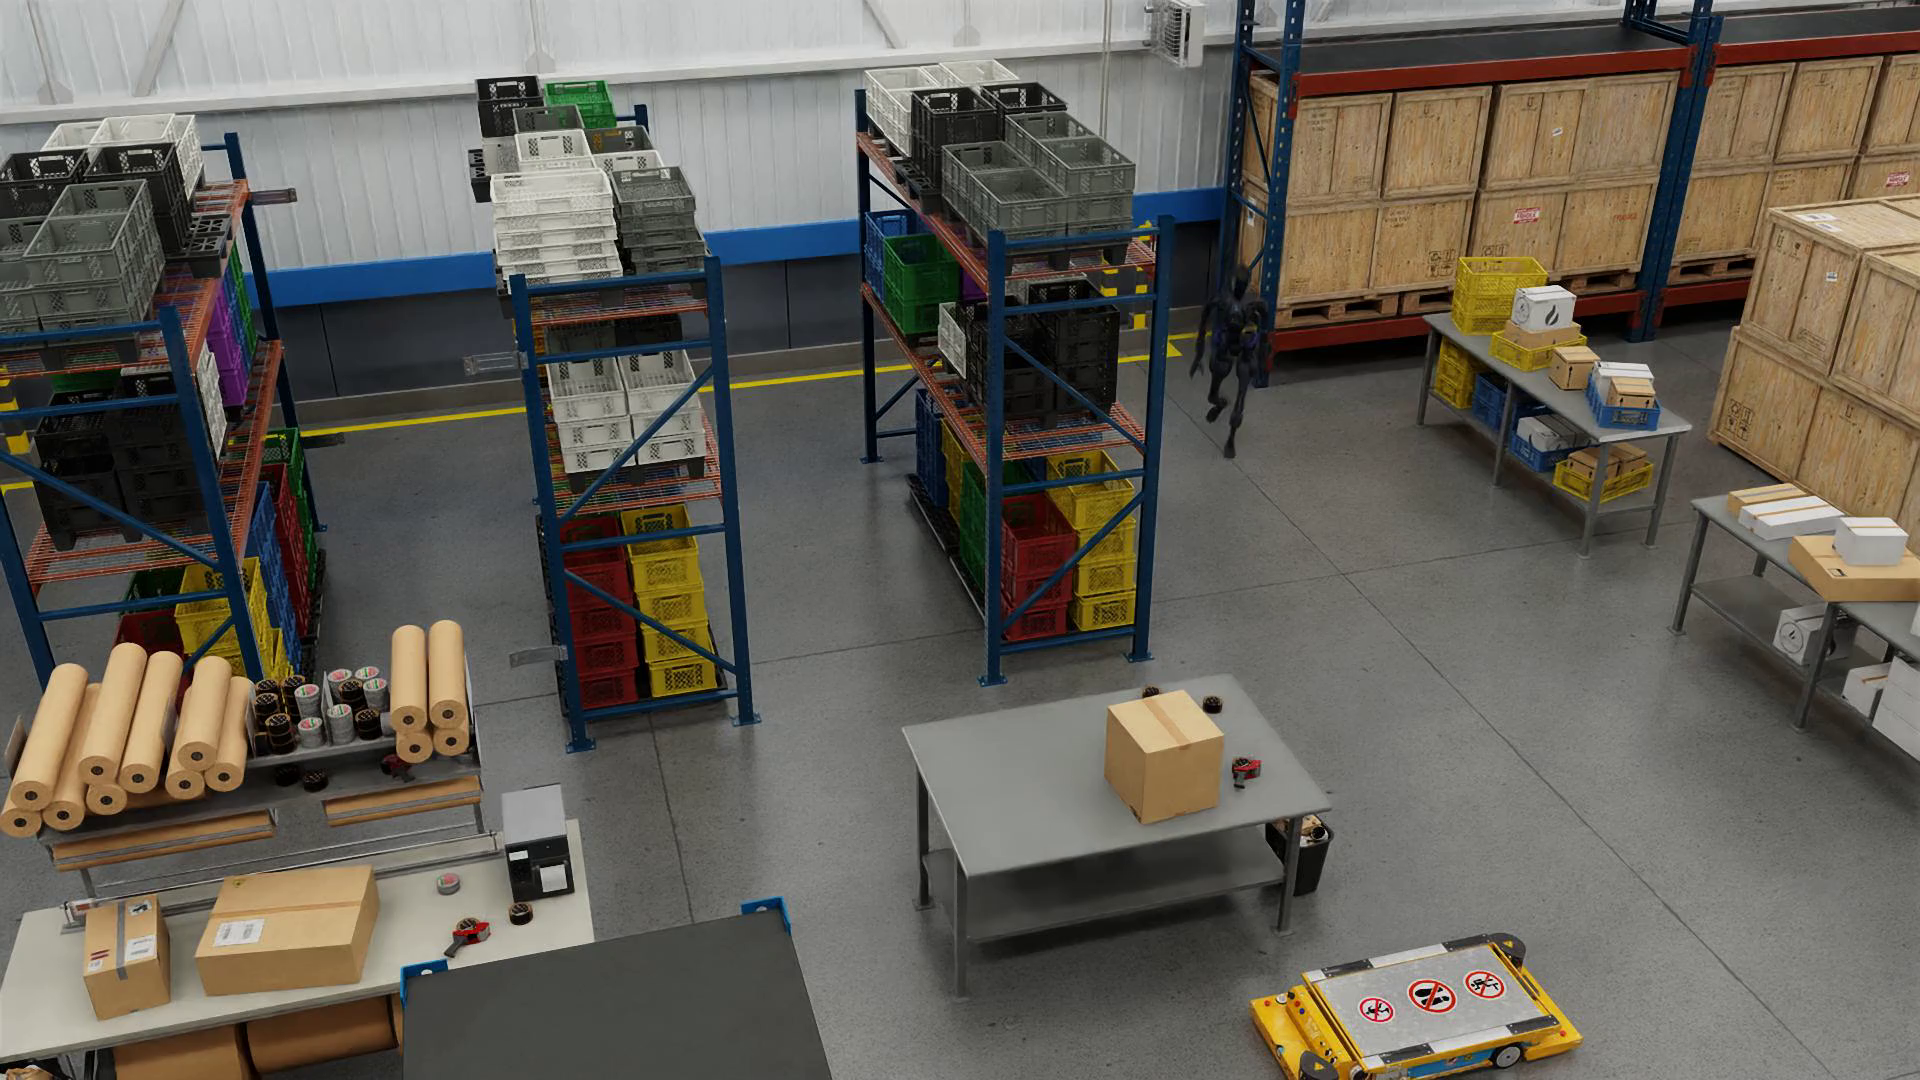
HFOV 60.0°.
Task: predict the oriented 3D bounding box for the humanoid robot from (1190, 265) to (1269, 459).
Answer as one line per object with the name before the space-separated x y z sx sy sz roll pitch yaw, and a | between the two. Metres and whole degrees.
humanoid robot | 2.202 -1.536 13.520 0.599 1.627 0.672 8 30 14

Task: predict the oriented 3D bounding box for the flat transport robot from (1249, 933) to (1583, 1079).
flat transport robot | 2.184 2.282 7.980 1.431 0.197 0.652 -8 30 -14
